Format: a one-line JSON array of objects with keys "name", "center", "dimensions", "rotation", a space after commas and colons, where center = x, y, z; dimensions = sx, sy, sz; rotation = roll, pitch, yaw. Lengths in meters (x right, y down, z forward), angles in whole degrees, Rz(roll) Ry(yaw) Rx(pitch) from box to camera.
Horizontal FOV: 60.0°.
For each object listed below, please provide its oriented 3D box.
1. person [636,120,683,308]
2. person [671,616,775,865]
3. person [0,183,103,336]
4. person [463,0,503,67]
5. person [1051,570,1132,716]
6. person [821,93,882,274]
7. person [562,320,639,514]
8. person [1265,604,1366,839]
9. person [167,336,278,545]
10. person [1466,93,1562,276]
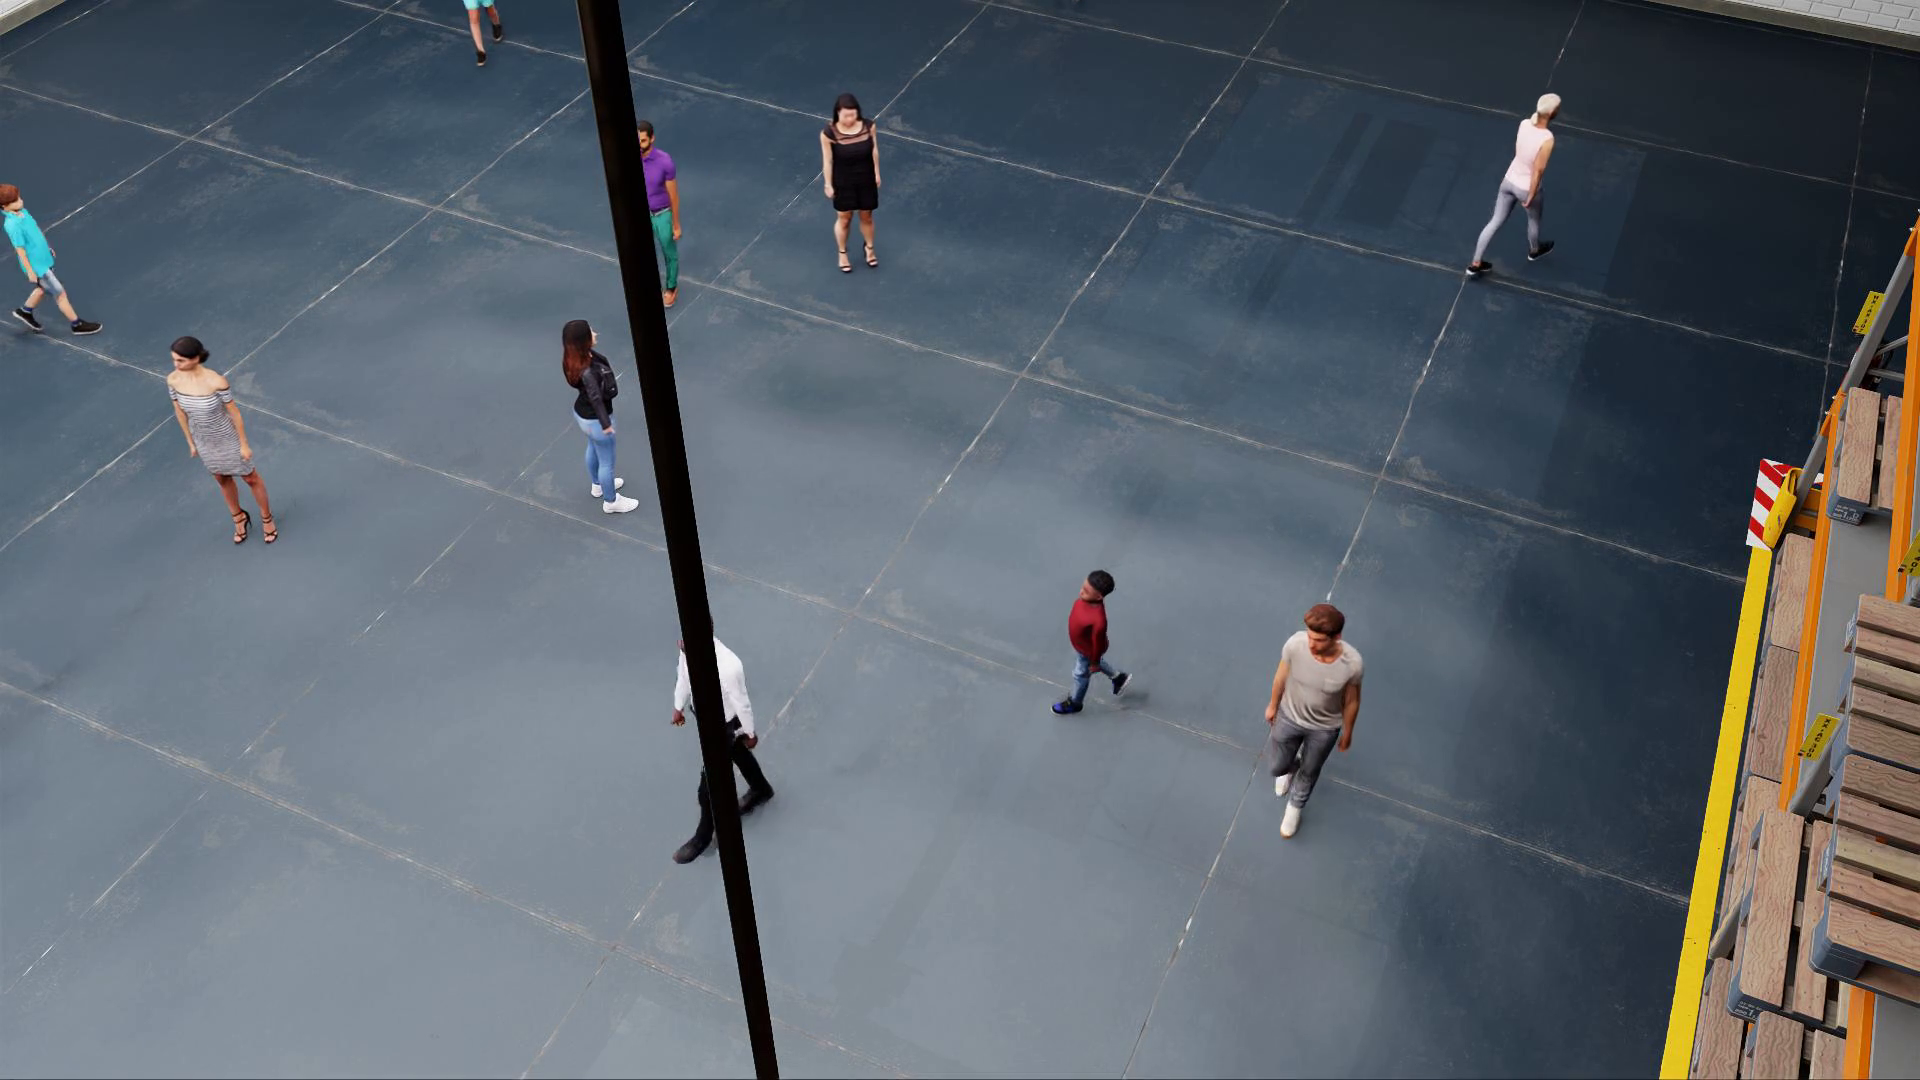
[{"name": "person", "center": [-2.519, -2.751, 13.866], "dimensions": [0.738, 1.760, 0.761], "rotation": [7, 44, 7]}, {"name": "person", "center": [-1.341, 1.028, 9.860], "dimensions": [1.143, 1.812, 0.953], "rotation": [-31, 52, -28]}, {"name": "person", "center": [-7.633, -2.285, 13.614], "dimensions": [0.906, 1.432, 0.902], "rotation": [-8, 44, -9]}, {"name": "person", "center": [-4.993, -5.783, 17.213], "dimensions": [0.883, 1.534, 1.098], "rotation": [-3, 44, -4]}, {"name": "person", "center": [0.884, 0.645, 10.676], "dimensions": [0.773, 1.243, 0.785], "rotation": [-4, 44, -4]}, {"name": "person", "center": [-0.924, -3.057, 14.223], "dimensions": [0.749, 1.709, 0.811], "rotation": [-16, 46, -16]}, {"name": "person", "center": [-2.637, -0.907, 12.021], "dimensions": [0.749, 1.634, 0.720], "rotation": [-21, 47, -21]}, {"name": "person", "center": [2.096, 0.987, 9.861], "dimensions": [0.691, 1.871, 0.726], "rotation": [16, 46, 16]}, {"name": "person", "center": [-5.177, -0.700, 11.667], "dimensions": [0.658, 1.822, 0.641], "rotation": [2, 44, 2]}, {"name": "person", "center": [4.718, -2.984, 14.170], "dimensions": [1.161, 1.678, 0.950], "rotation": [-23, 48, -23]}]
